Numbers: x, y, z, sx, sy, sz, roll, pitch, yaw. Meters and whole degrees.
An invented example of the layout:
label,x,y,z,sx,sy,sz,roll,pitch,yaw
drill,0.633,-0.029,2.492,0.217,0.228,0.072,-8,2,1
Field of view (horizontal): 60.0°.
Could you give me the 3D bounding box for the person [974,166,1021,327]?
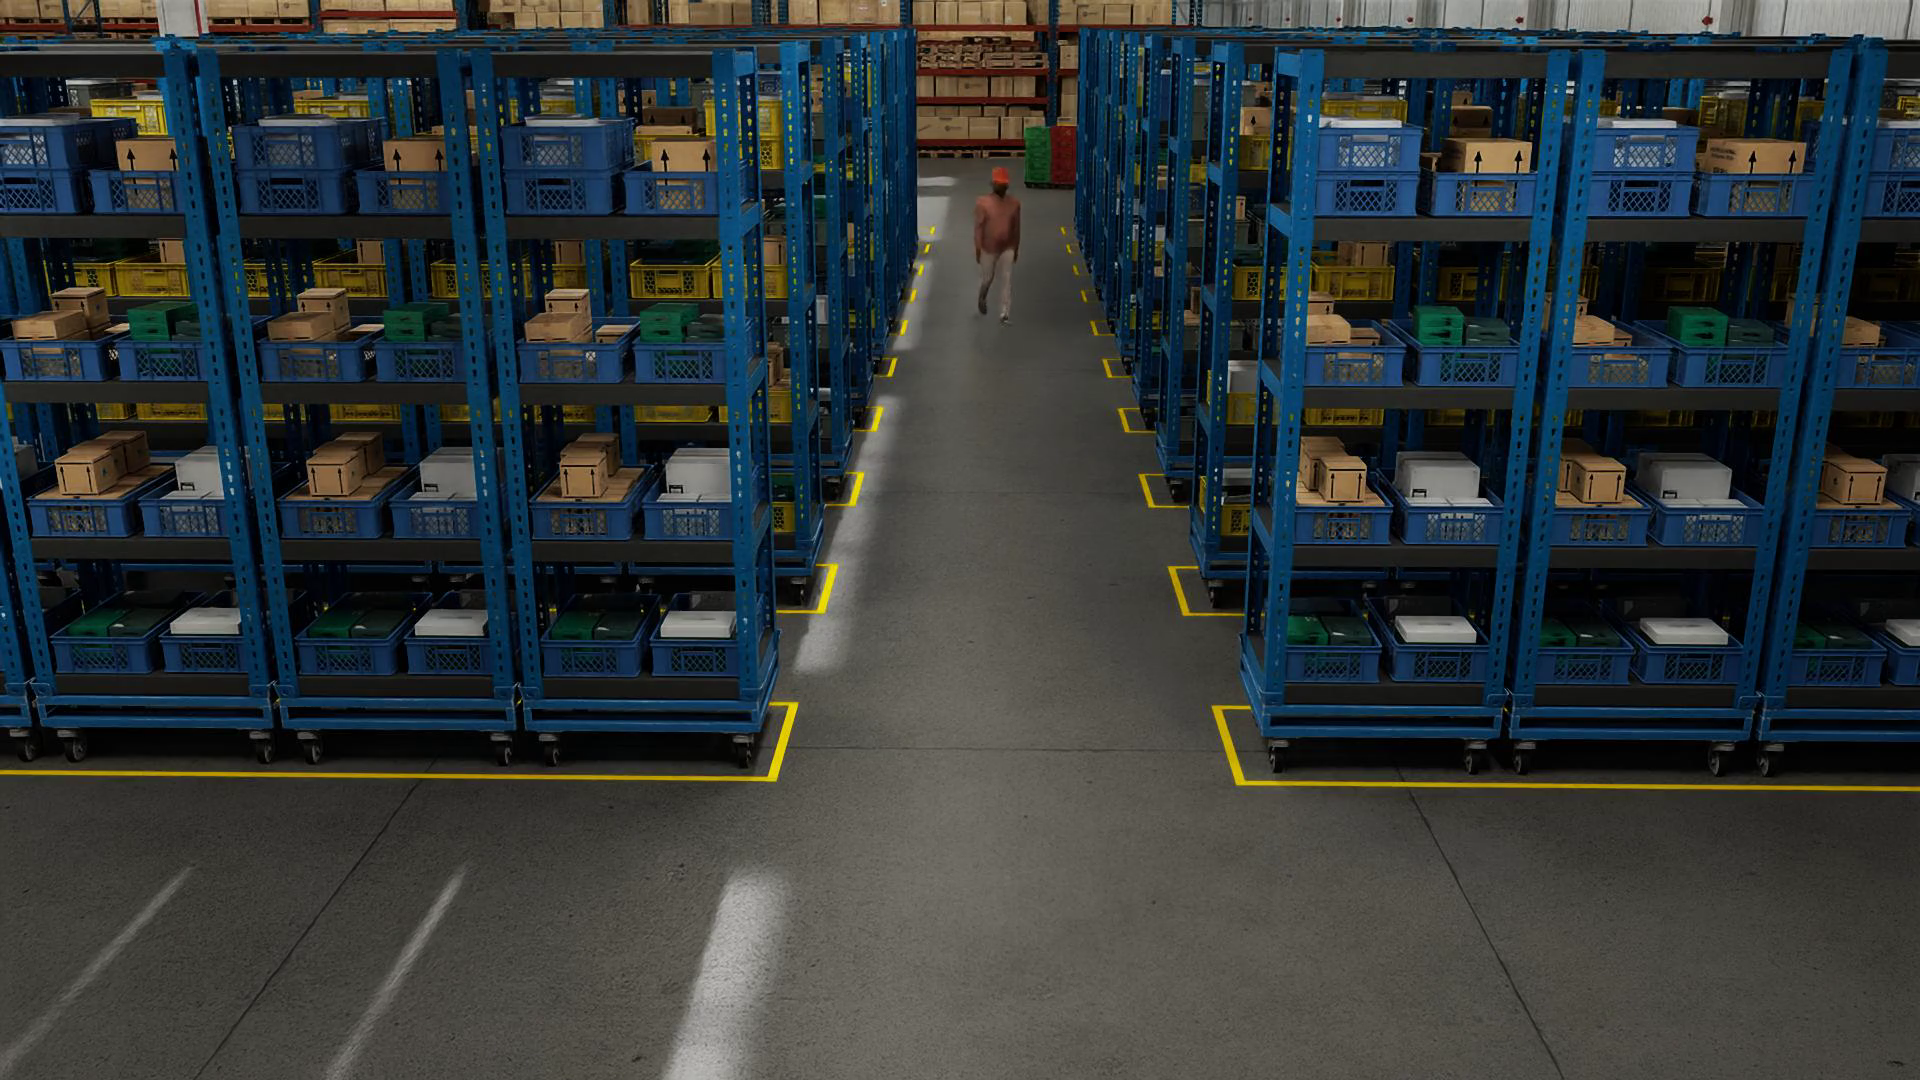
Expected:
label,x,y,z,sx,sy,sz,roll,pitch,yaw
person,0.461,-3.708,20.940,0.627,1.978,0.744,-5,18,-15
